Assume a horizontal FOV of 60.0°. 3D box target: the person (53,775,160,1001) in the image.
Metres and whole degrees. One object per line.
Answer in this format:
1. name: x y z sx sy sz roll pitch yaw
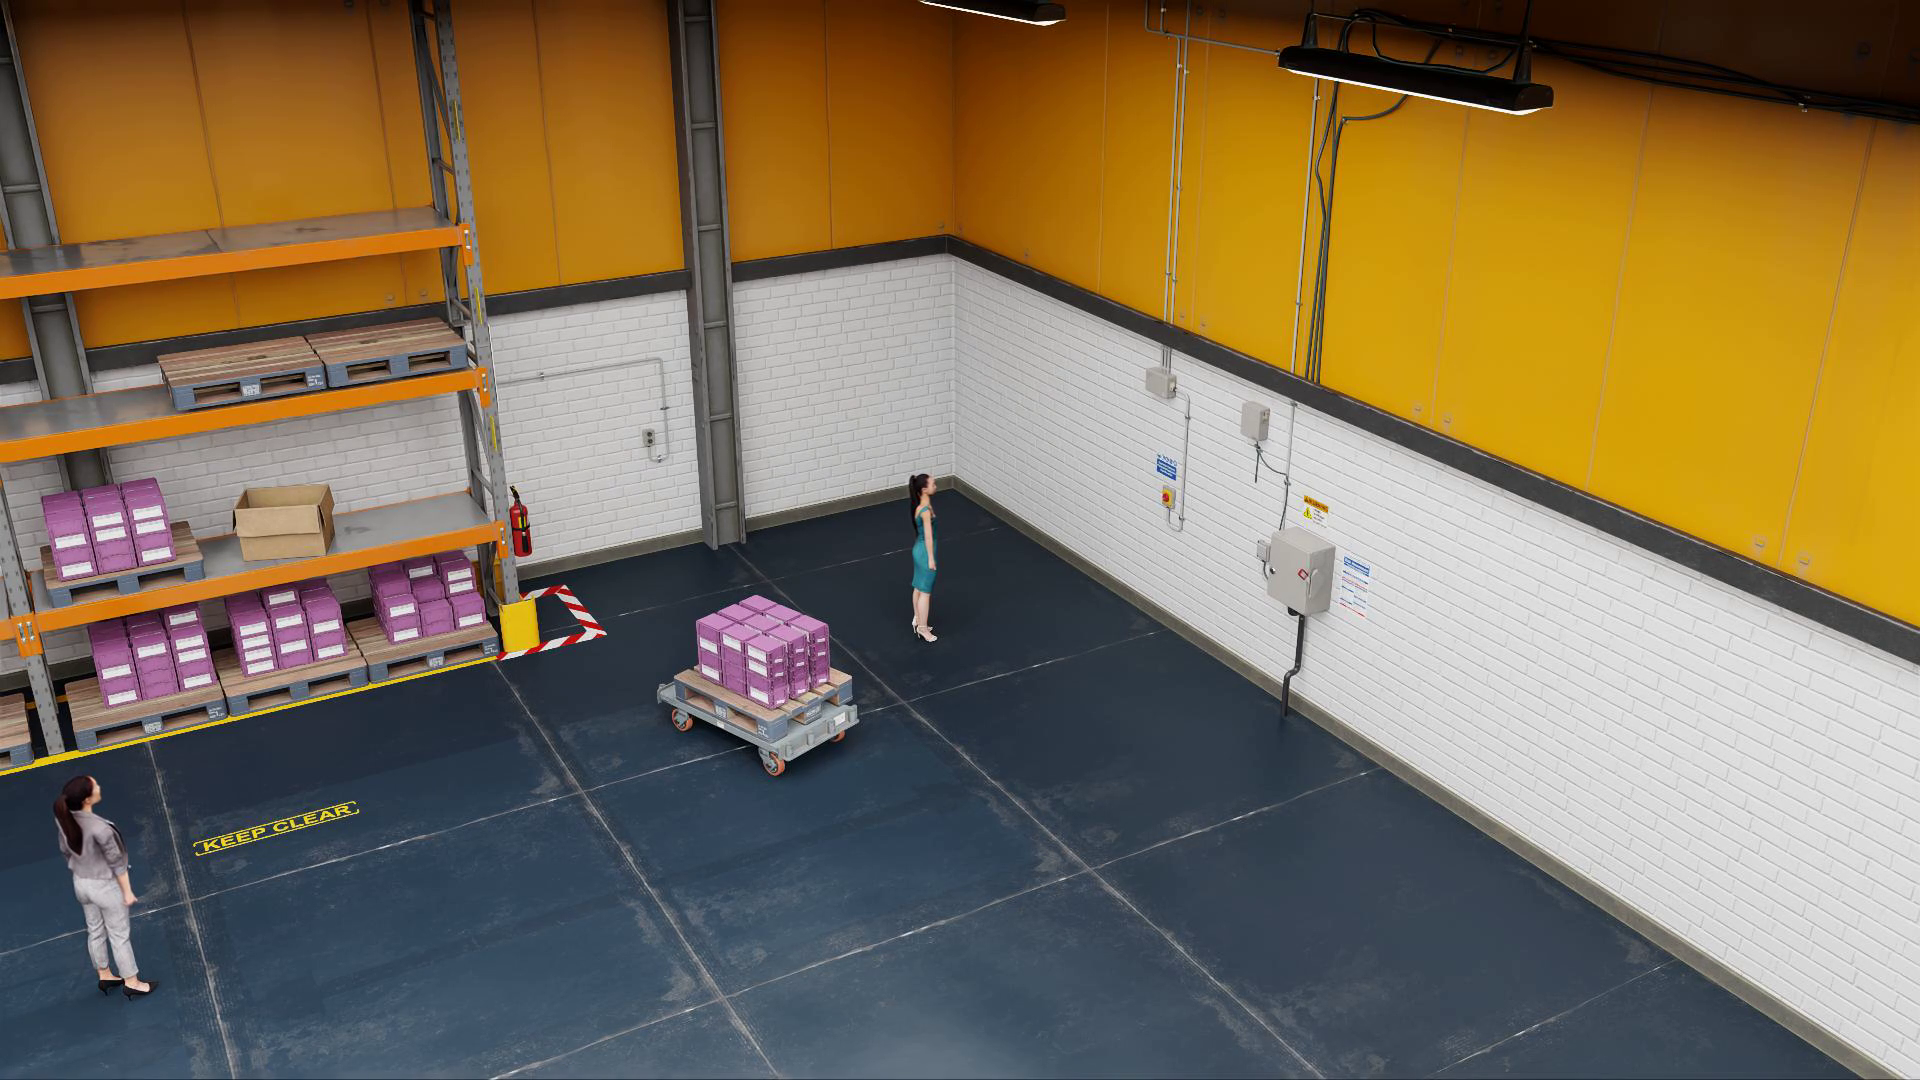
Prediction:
1. person: -5.699 2.306 11.022 0.723 1.677 0.767 9 25 19

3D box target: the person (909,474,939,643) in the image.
1. person: -0.335 0.152 15.938 0.574 1.686 0.613 -5 24 -11
